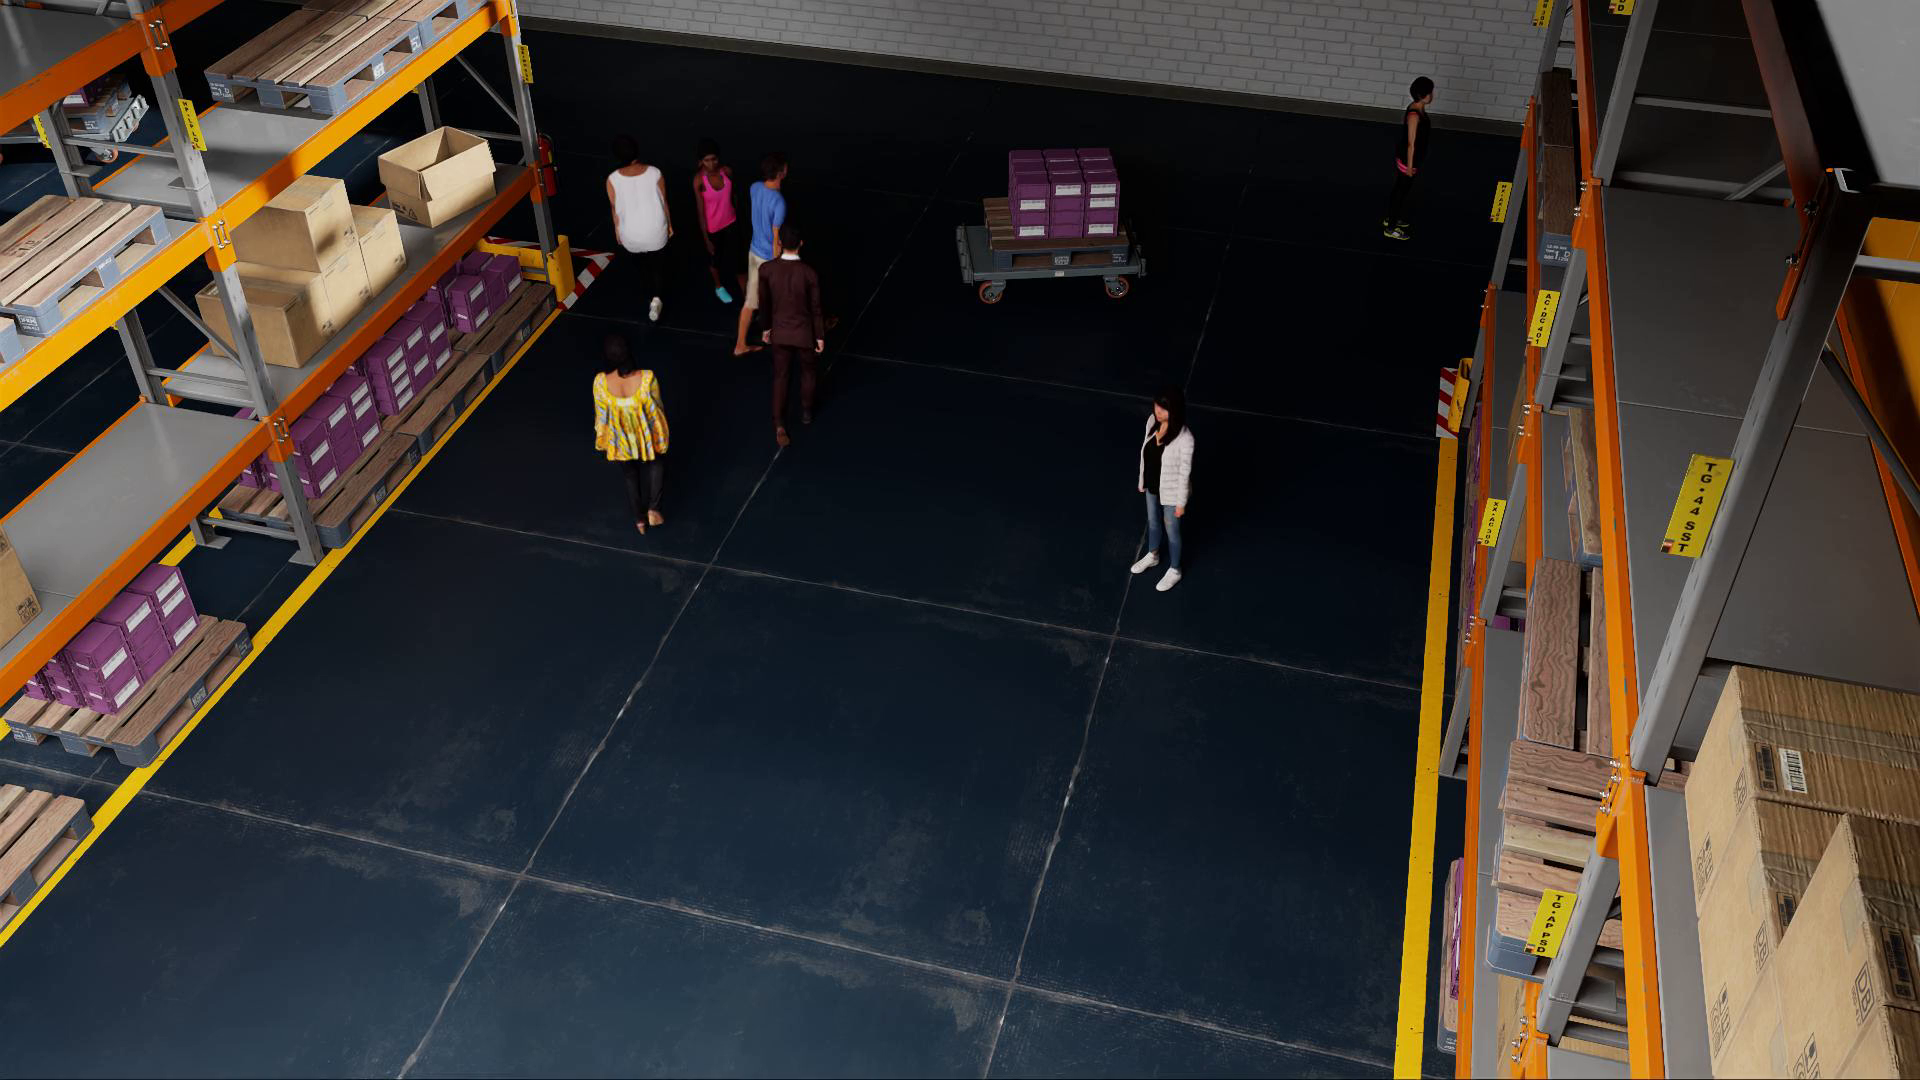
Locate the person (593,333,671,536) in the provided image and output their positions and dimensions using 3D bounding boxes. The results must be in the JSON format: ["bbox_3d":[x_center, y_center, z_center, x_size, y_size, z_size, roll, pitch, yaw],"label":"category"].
[{"bbox_3d":[-2.336,-0.694,11.928,0.814,1.640,0.850,-3,39,-4],"label":"person"}]

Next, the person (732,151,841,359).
[{"bbox_3d":[-1.651,-2.311,13.817,1.317,1.809,1.105,-30,47,-32],"label":"person"}]

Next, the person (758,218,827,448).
[{"bbox_3d":[-1.299,-1.570,12.863,0.751,1.843,1.090,6,39,8],"label":"person"}]

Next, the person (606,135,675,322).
[{"bbox_3d":[-2.754,-2.657,14.371,0.874,1.659,1.027,-3,39,-4],"label":"person"}]

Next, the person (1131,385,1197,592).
[{"bbox_3d":[1.437,-0.386,11.547,0.734,1.634,0.705,-27,46,-30],"label":"person"}]

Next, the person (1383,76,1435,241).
[{"bbox_3d":[4.229,-3.619,15.661,0.604,1.552,0.437,8,39,10],"label":"person"}]

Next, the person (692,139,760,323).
[{"bbox_3d":[-2.130,-2.740,14.464,1.026,1.672,1.123,-19,43,-23],"label":"person"}]
